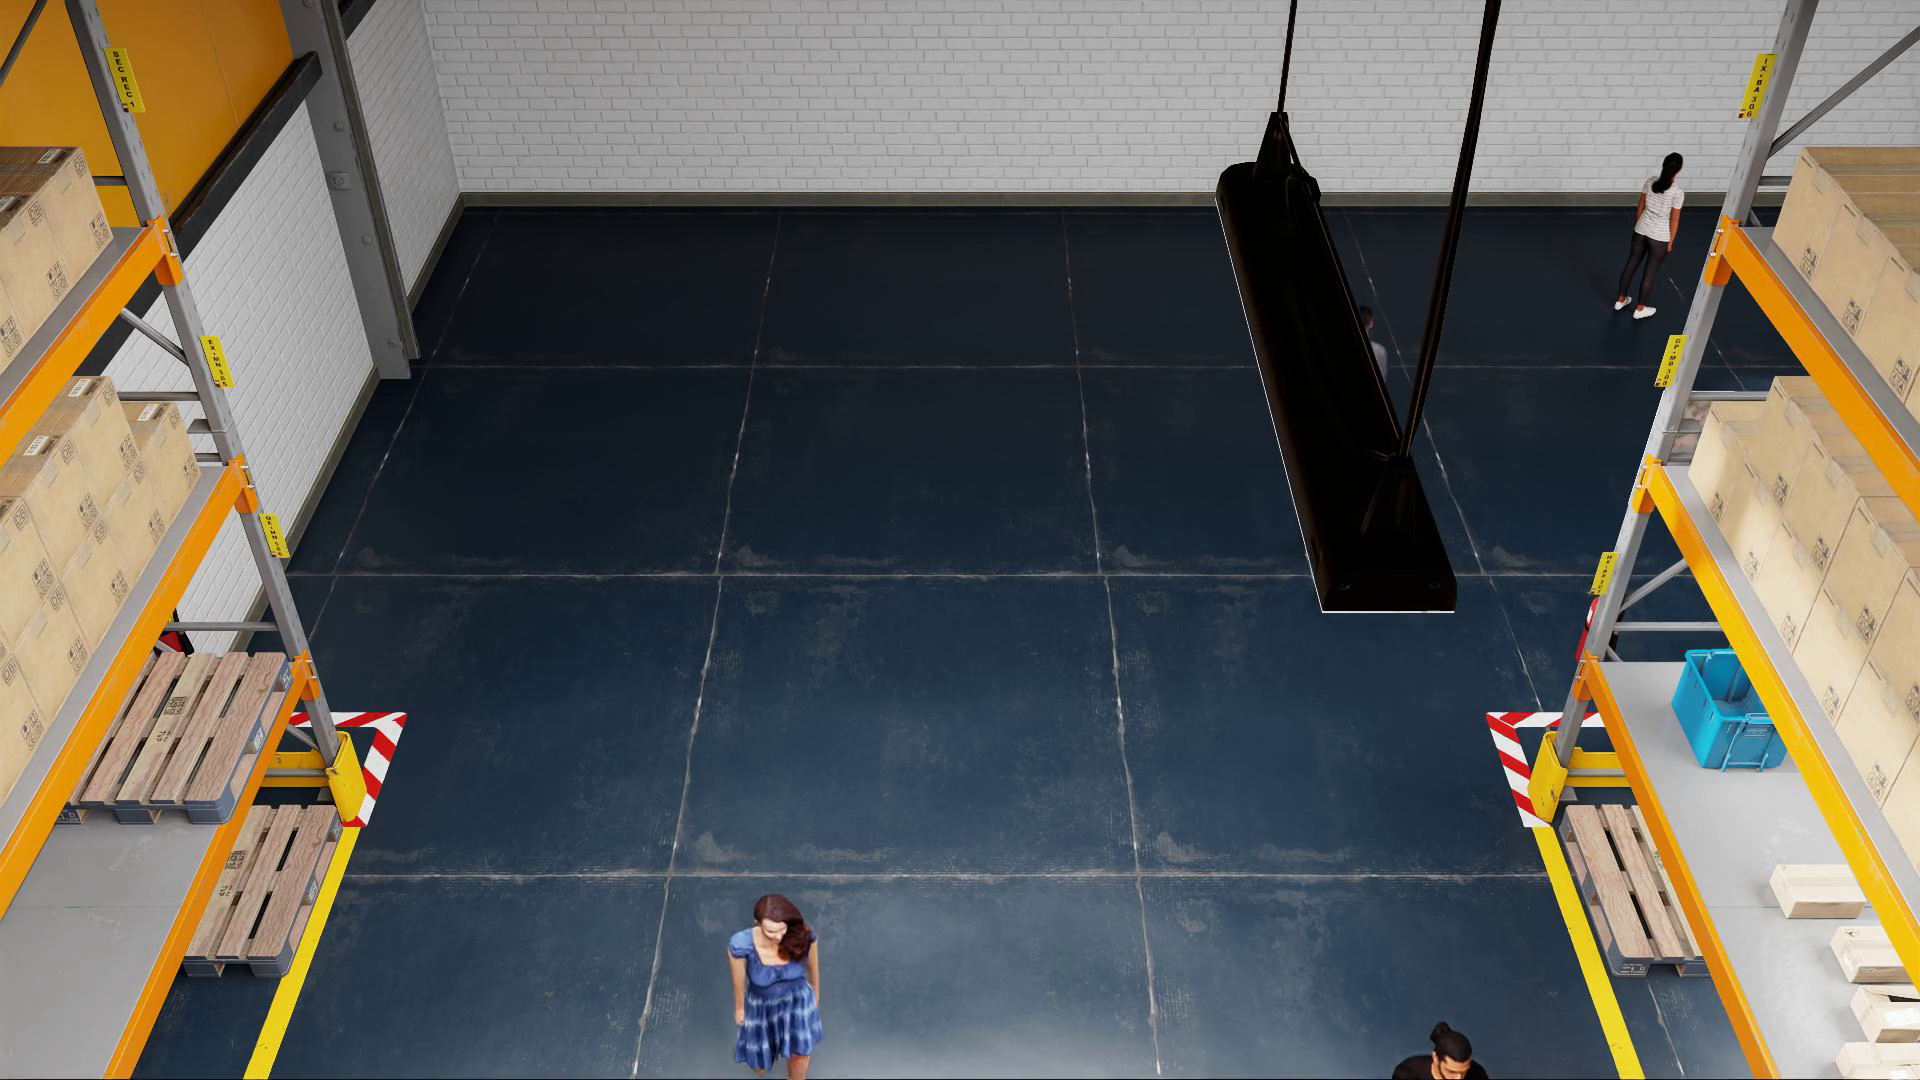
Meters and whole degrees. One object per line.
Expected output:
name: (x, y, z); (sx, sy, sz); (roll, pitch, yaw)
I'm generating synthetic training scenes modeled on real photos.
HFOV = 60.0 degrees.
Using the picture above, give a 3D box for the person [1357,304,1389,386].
person: (3.110, -1.018, 13.222); (0.900, 1.719, 1.167); (14, 41, 17)

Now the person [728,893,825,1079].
person: (-0.984, 2.438, 8.836); (0.783, 1.793, 0.876); (-10, 40, -12)

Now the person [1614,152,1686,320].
person: (6.498, -2.872, 15.603); (0.723, 1.645, 0.640); (-24, 45, -27)

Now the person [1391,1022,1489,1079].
person: (2.268, 2.957, 8.214); (0.611, 1.757, 0.518); (0, 39, 0)
